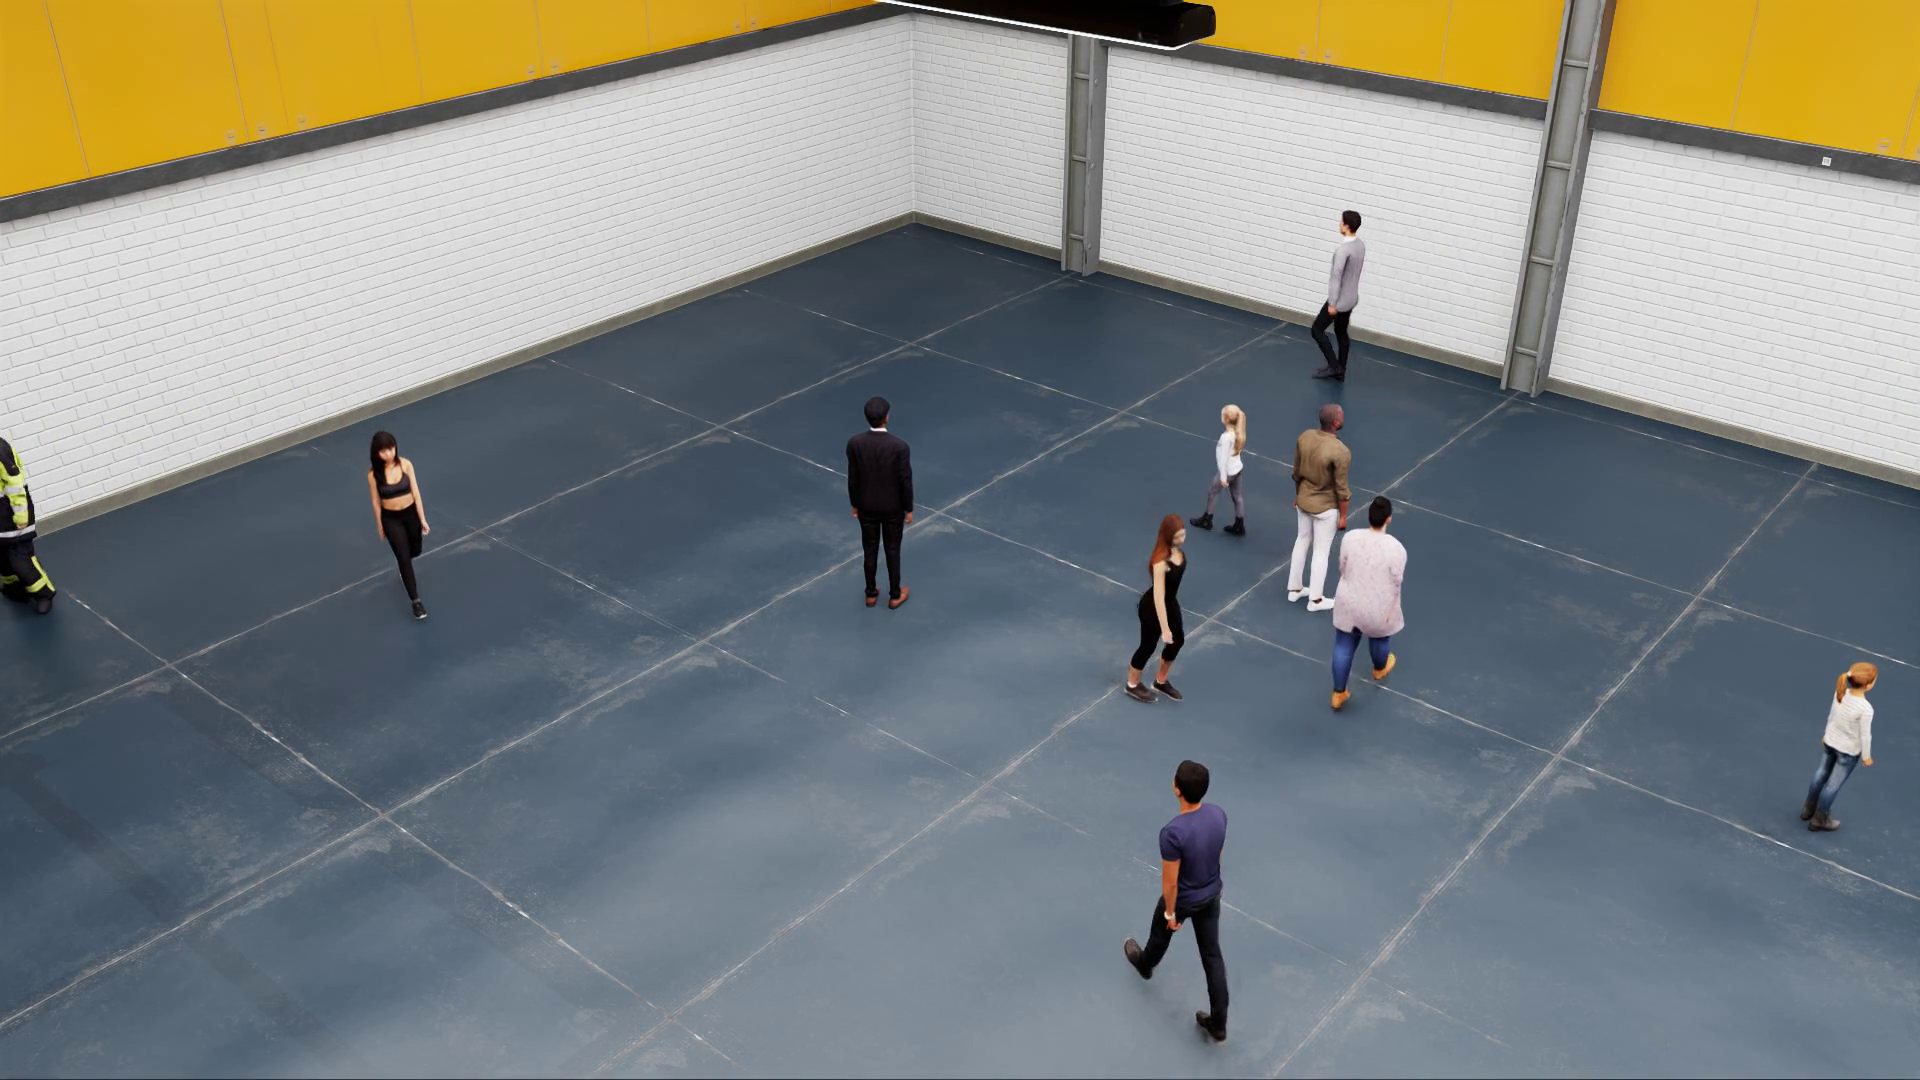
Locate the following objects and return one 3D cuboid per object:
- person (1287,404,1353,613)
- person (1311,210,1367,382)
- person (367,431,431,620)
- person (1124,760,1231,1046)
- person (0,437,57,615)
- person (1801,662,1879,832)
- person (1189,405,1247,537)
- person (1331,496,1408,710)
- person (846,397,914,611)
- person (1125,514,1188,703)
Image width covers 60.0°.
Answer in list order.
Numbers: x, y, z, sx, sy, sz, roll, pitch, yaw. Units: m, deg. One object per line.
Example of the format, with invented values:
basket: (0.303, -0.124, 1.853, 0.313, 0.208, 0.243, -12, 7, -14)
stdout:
person: (2.961, -0.281, 13.743, 0.837, 1.825, 0.600, -19, 34, -31)
person: (4.174, -2.576, 17.861, 0.649, 1.910, 0.759, 20, 34, 32)
person: (-4.644, -0.193, 13.792, 0.758, 1.623, 1.076, -16, 33, -27)
person: (1.375, 2.090, 9.483, 0.934, 1.741, 1.239, -14, 32, -24)
person: (-7.867, -0.296, 13.642, 0.626, 1.948, 1.029, 25, 37, 38)
person: (5.915, 1.401, 11.195, 0.654, 1.313, 0.592, -6, 29, -11)
person: (2.474, -0.601, 14.919, 0.725, 1.261, 0.490, 23, 36, 36)
person: (2.995, 0.496, 12.440, 0.987, 1.709, 0.805, 18, 33, 30)
person: (-0.659, -0.302, 13.720, 0.685, 1.884, 0.834, 5, 29, 10)
person: (1.444, 0.501, 12.451, 0.739, 1.690, 0.659, 11, 30, 19)
